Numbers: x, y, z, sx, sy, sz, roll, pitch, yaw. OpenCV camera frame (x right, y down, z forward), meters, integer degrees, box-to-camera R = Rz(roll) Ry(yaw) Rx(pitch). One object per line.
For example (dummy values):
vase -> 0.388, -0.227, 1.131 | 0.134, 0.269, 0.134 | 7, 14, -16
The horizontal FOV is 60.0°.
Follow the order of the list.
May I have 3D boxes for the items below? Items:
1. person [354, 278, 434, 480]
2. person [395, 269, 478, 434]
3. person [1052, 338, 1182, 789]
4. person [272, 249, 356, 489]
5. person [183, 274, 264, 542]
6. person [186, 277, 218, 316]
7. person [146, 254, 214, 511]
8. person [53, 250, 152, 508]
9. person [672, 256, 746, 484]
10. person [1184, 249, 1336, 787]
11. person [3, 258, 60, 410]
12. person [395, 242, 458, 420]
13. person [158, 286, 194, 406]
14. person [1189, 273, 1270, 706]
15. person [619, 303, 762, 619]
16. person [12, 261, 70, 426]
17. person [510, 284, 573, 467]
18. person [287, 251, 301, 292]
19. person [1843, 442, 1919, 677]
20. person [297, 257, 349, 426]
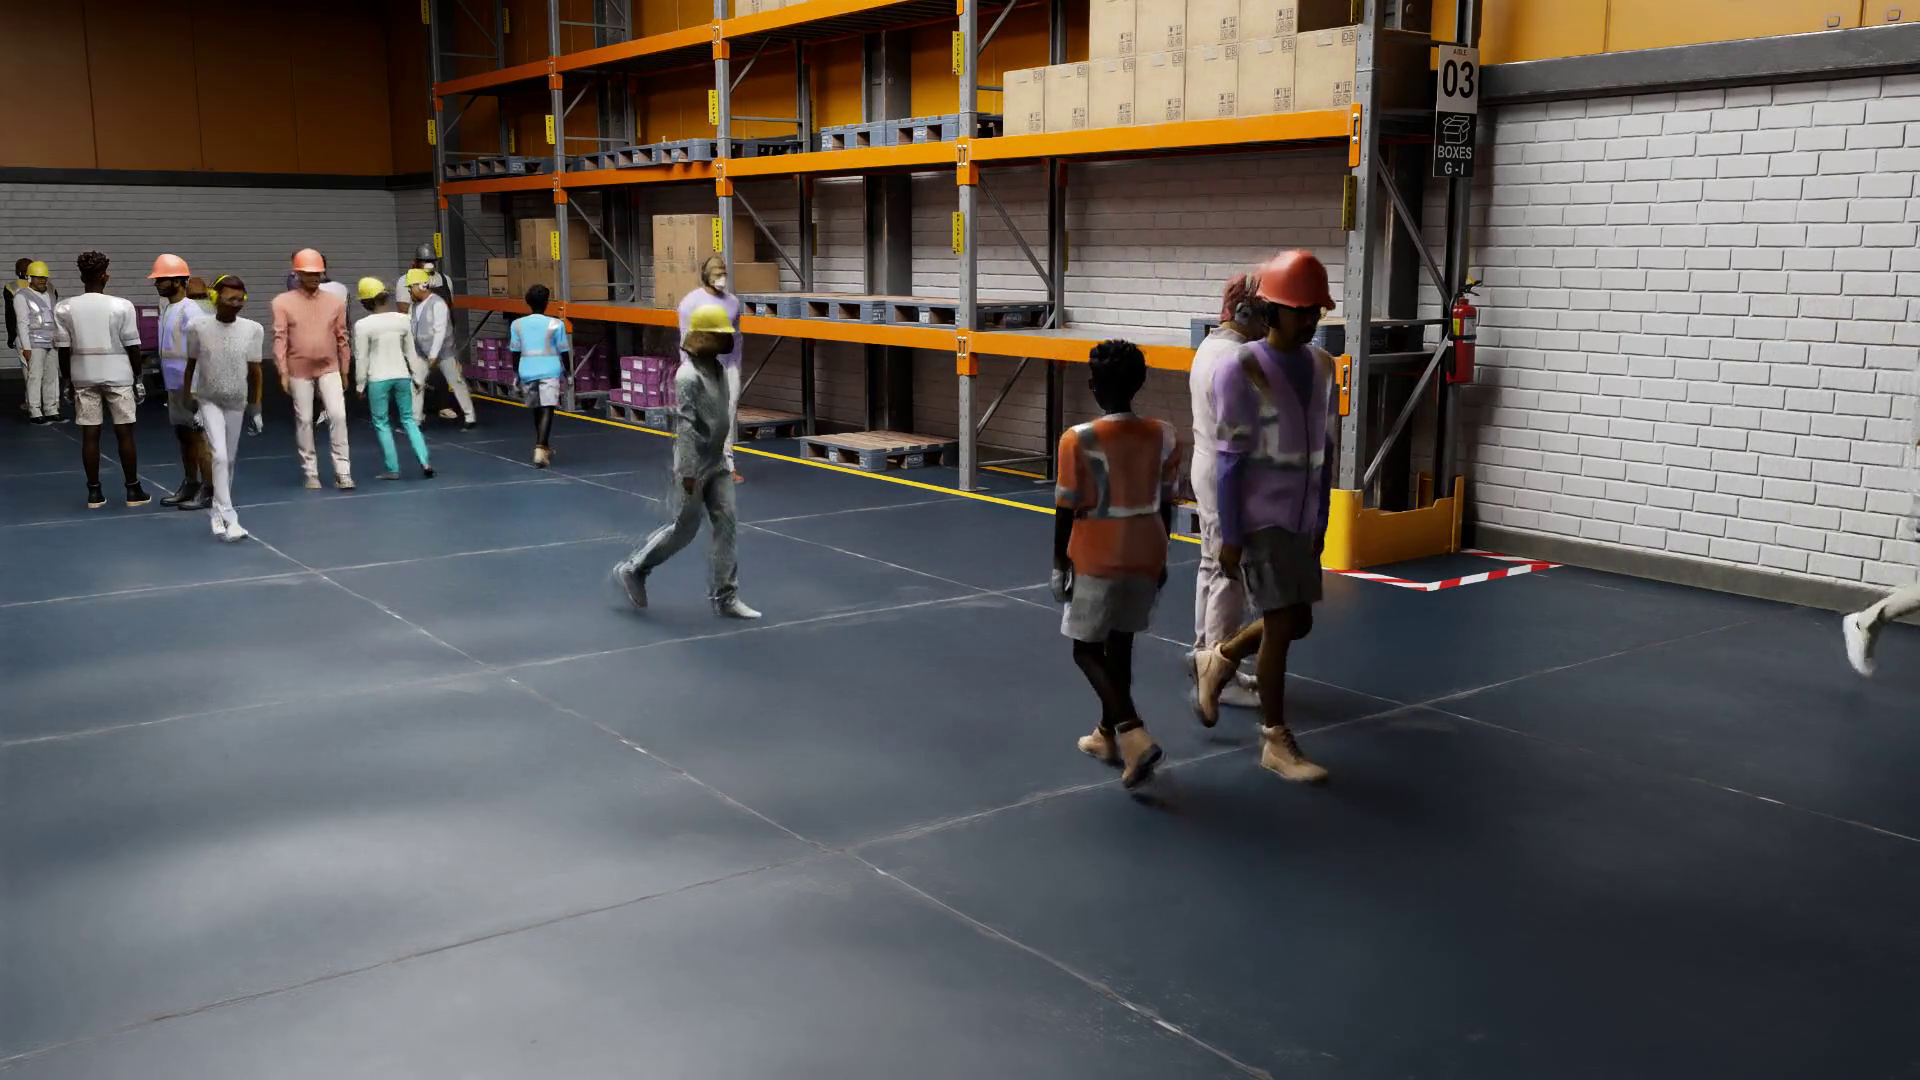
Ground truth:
person -> -4.831, -1.350, 14.169 | 0.404, 1.721, 0.640 | 9, 13, 41
person -> -5.601, -2.007, 17.768 | 0.617, 1.764, 0.847 | 8, 13, 36
person -> 0.602, 0.088, 6.218 | 0.541, 1.678, 0.678 | -5, 11, -27
person -> -5.249, -1.366, 13.554 | 0.612, 1.972, 0.783 | -6, 12, -30
person -> -4.998, -0.896, 11.363 | 0.510, 1.805, 0.898 | -8, 13, -37
person -> -8.761, -2.215, 19.234 | 0.282, 1.631, 0.503 | 9, 13, 41
person -> -5.932, -1.193, 12.664 | 0.549, 1.937, 0.358 | 9, 14, 41
person -> -6.571, -1.224, 12.752 | 0.604, 1.966, 0.367 | -2, 10, -12
person -> -2.114, -1.432, 14.059 | 0.618, 1.925, 0.632 | 8, 13, 39
person -> 1.155, -0.103, 6.392 | 0.613, 2.009, 0.752 | -8, 13, -36
person -> -11.293, -2.499, 20.244 | 0.430, 1.845, 0.624 | 7, 12, 36
person -> -6.068, -2.394, 19.100 | 0.690, 2.000, 0.538 | -10, 14, -43
person -> -9.713, -2.473, 20.678 | 0.498, 1.633, 0.278 | 1, 10, 4
person -> 1.217, -0.217, 7.322 | 0.403, 1.897, 0.655 | 0, 10, -2
person -> -1.471, -0.421, 8.975 | 0.746, 1.715, 0.494 | 4, 11, 21
person -> -10.233, -2.191, 18.552 | 0.403, 1.827, 0.600 | 1, 10, 8
person -> -3.835, -1.509, 15.227 | 0.539, 1.657, 0.844 | 2, 10, 9
person -> -9.335, -3.149, 23.695 | 0.410, 1.912, 0.641 | -5, 11, -27
person -> 4.296, -0.186, 7.286 | 0.516, 1.844, 0.591 | -4, 11, -24
person -> -6.994, -2.186, 18.334 | 0.446, 1.904, 0.607 | 10, 14, 43
